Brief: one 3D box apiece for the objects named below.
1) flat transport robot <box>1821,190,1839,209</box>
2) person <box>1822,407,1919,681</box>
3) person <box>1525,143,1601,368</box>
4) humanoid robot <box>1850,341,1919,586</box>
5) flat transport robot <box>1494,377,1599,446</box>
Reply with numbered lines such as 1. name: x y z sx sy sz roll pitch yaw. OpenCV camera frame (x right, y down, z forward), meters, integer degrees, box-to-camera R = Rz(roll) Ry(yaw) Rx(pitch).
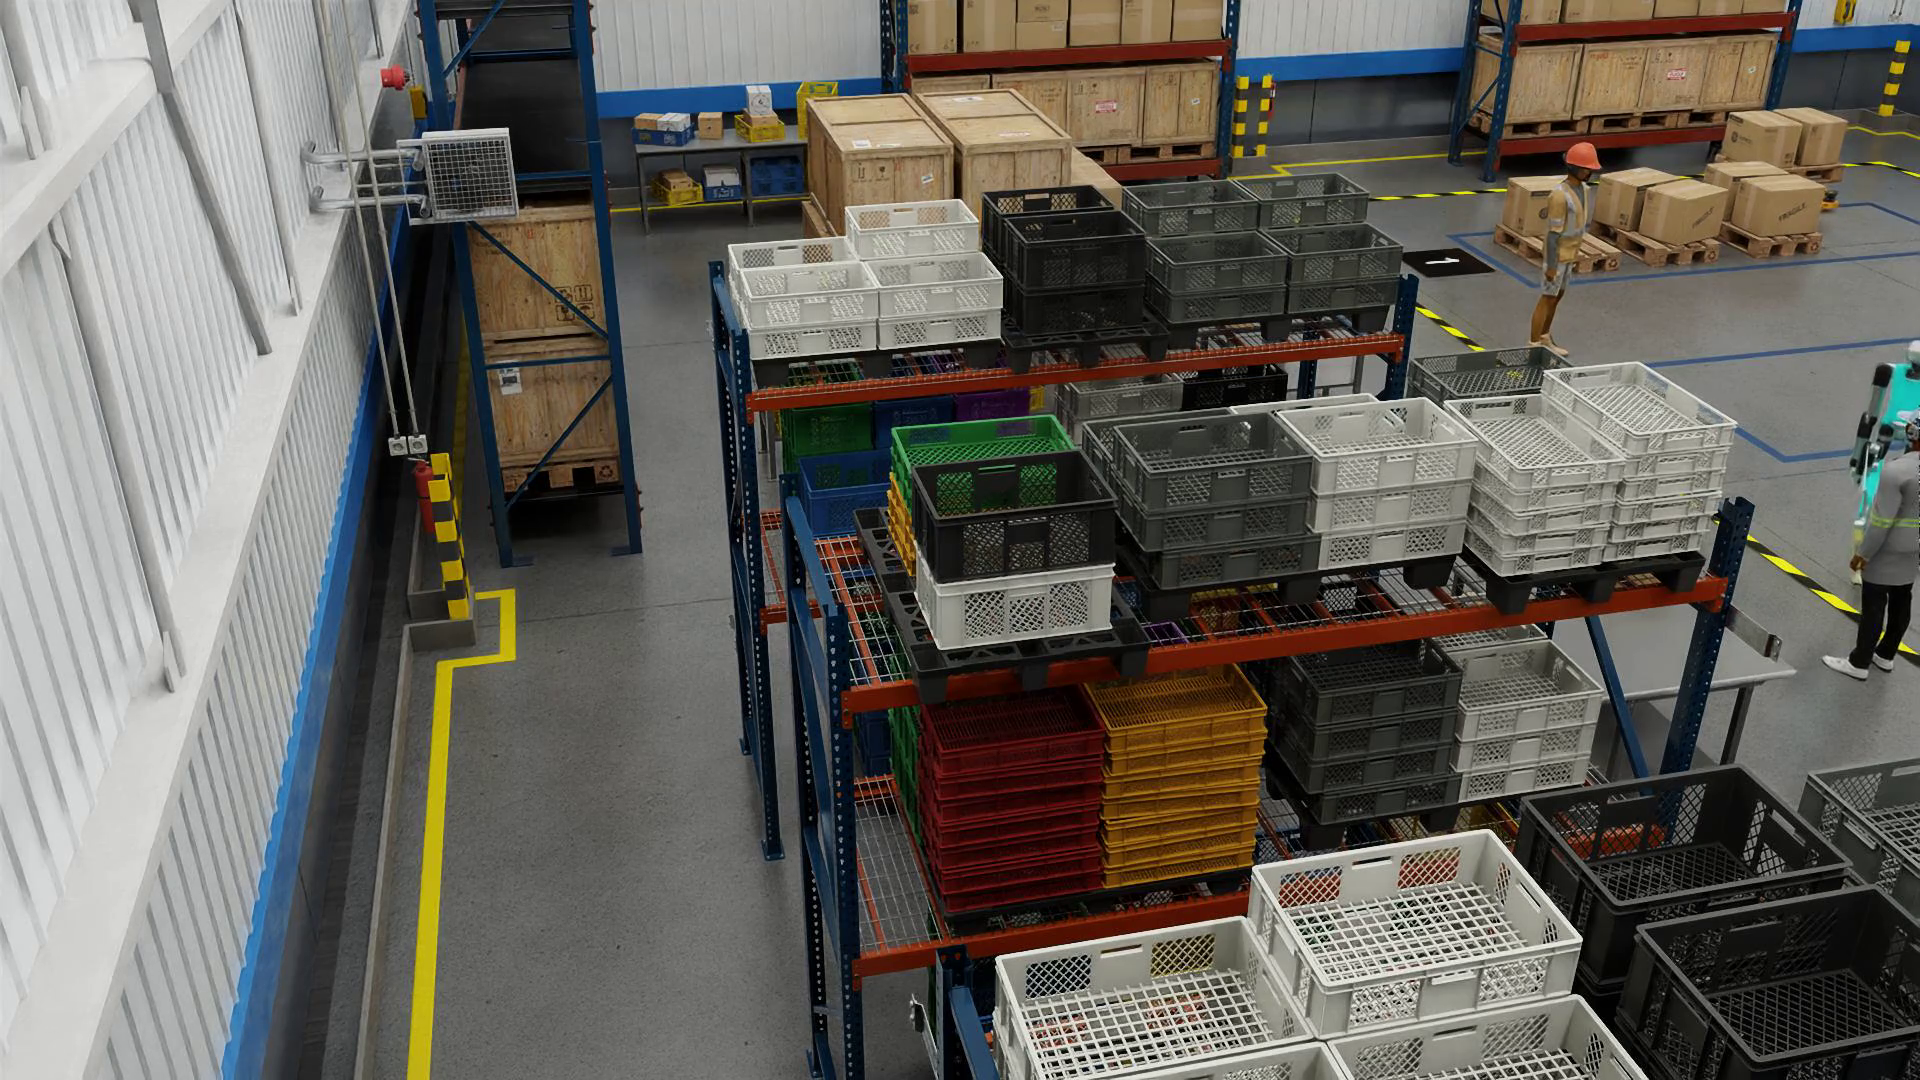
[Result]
1. flat transport robot: 9.899 -4.294 20.164 0.652 0.197 1.431 -6 28 -12
2. person: 5.798 0.025 10.323 0.589 1.864 0.425 -10 29 -19
3. person: 5.461 -2.577 15.036 0.375 2.041 0.613 19 33 32
4. humanoid robot: 6.354 -0.461 11.342 0.543 1.731 1.033 15 31 26
5. flat transport robot: 4.780 -1.036 14.013 0.659 0.231 1.431 -6 28 -12
